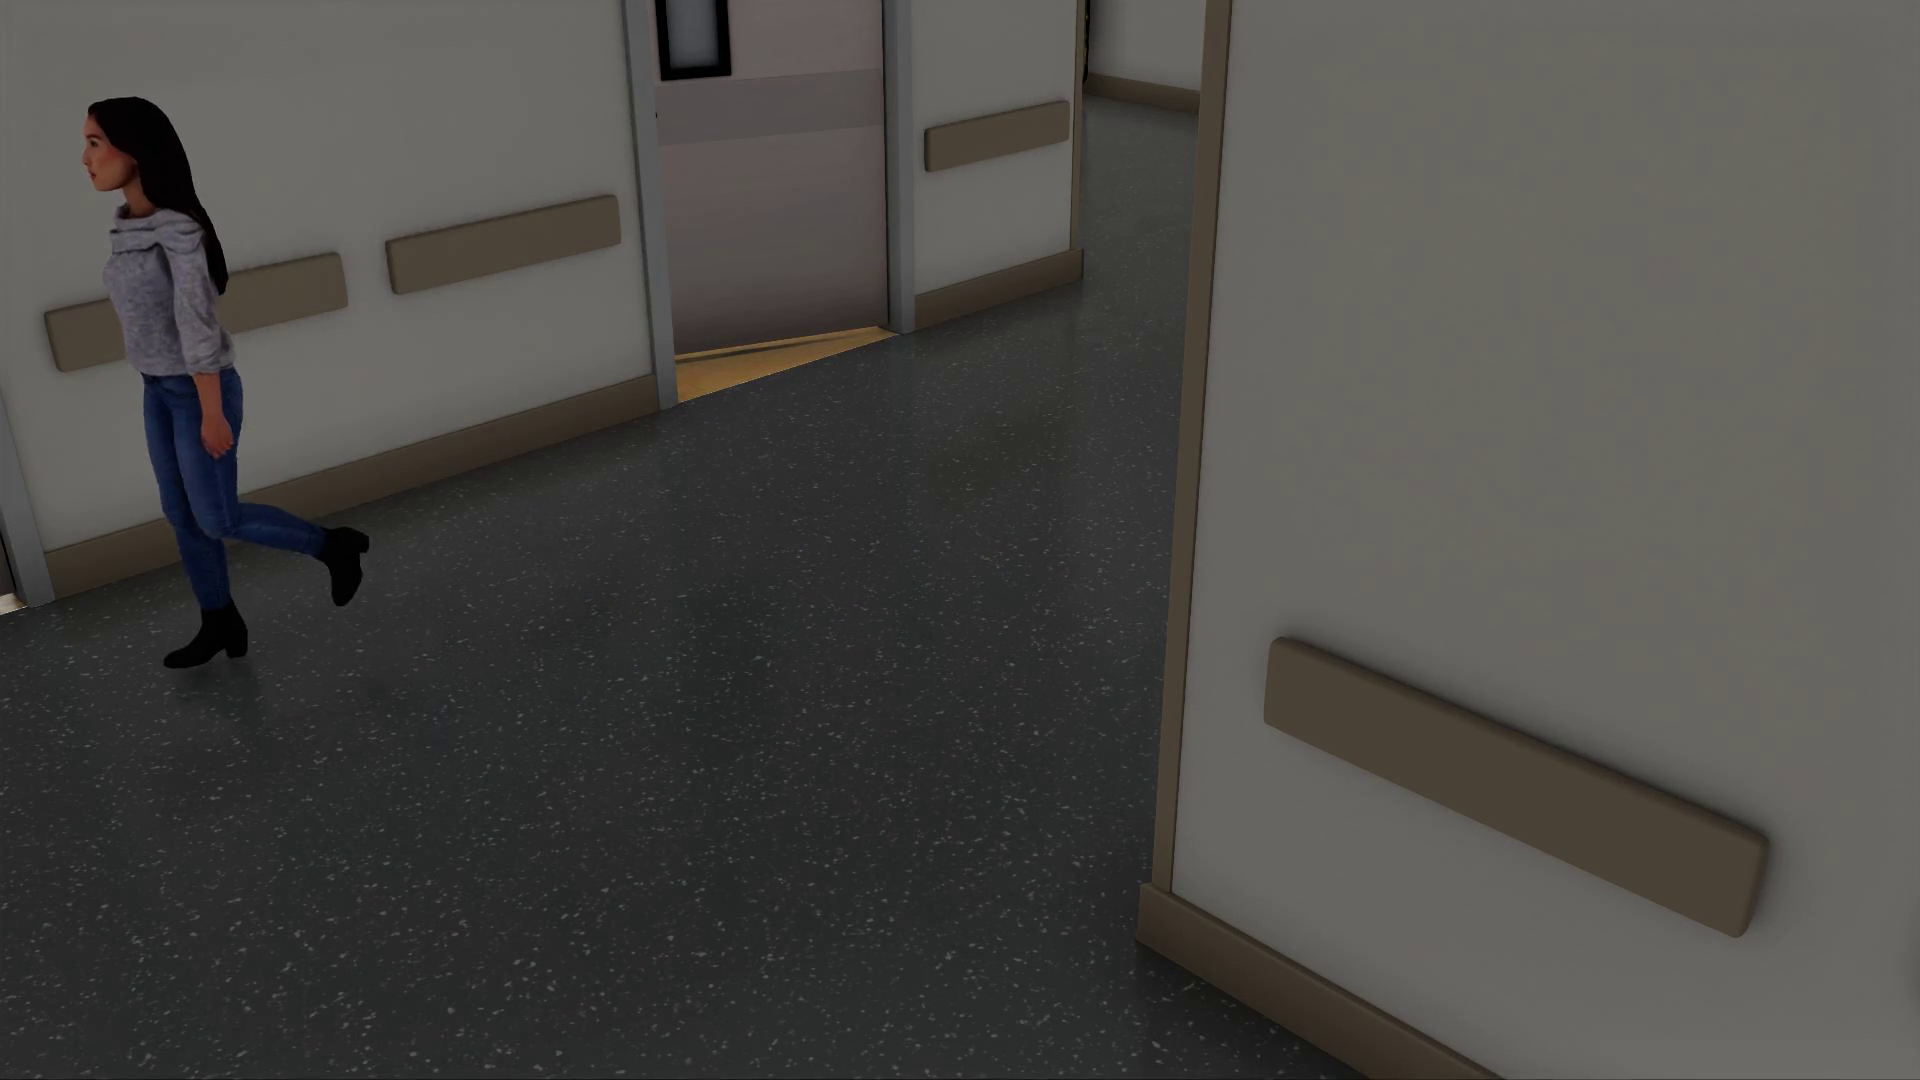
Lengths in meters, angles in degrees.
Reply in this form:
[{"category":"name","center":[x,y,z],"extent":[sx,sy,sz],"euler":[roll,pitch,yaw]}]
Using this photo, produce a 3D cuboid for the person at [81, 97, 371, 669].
[{"category":"person","center":[-2.039,-0.400,4.596],"extent":[0.847,1.613,0.634],"euler":[-21,33,-37]}]
